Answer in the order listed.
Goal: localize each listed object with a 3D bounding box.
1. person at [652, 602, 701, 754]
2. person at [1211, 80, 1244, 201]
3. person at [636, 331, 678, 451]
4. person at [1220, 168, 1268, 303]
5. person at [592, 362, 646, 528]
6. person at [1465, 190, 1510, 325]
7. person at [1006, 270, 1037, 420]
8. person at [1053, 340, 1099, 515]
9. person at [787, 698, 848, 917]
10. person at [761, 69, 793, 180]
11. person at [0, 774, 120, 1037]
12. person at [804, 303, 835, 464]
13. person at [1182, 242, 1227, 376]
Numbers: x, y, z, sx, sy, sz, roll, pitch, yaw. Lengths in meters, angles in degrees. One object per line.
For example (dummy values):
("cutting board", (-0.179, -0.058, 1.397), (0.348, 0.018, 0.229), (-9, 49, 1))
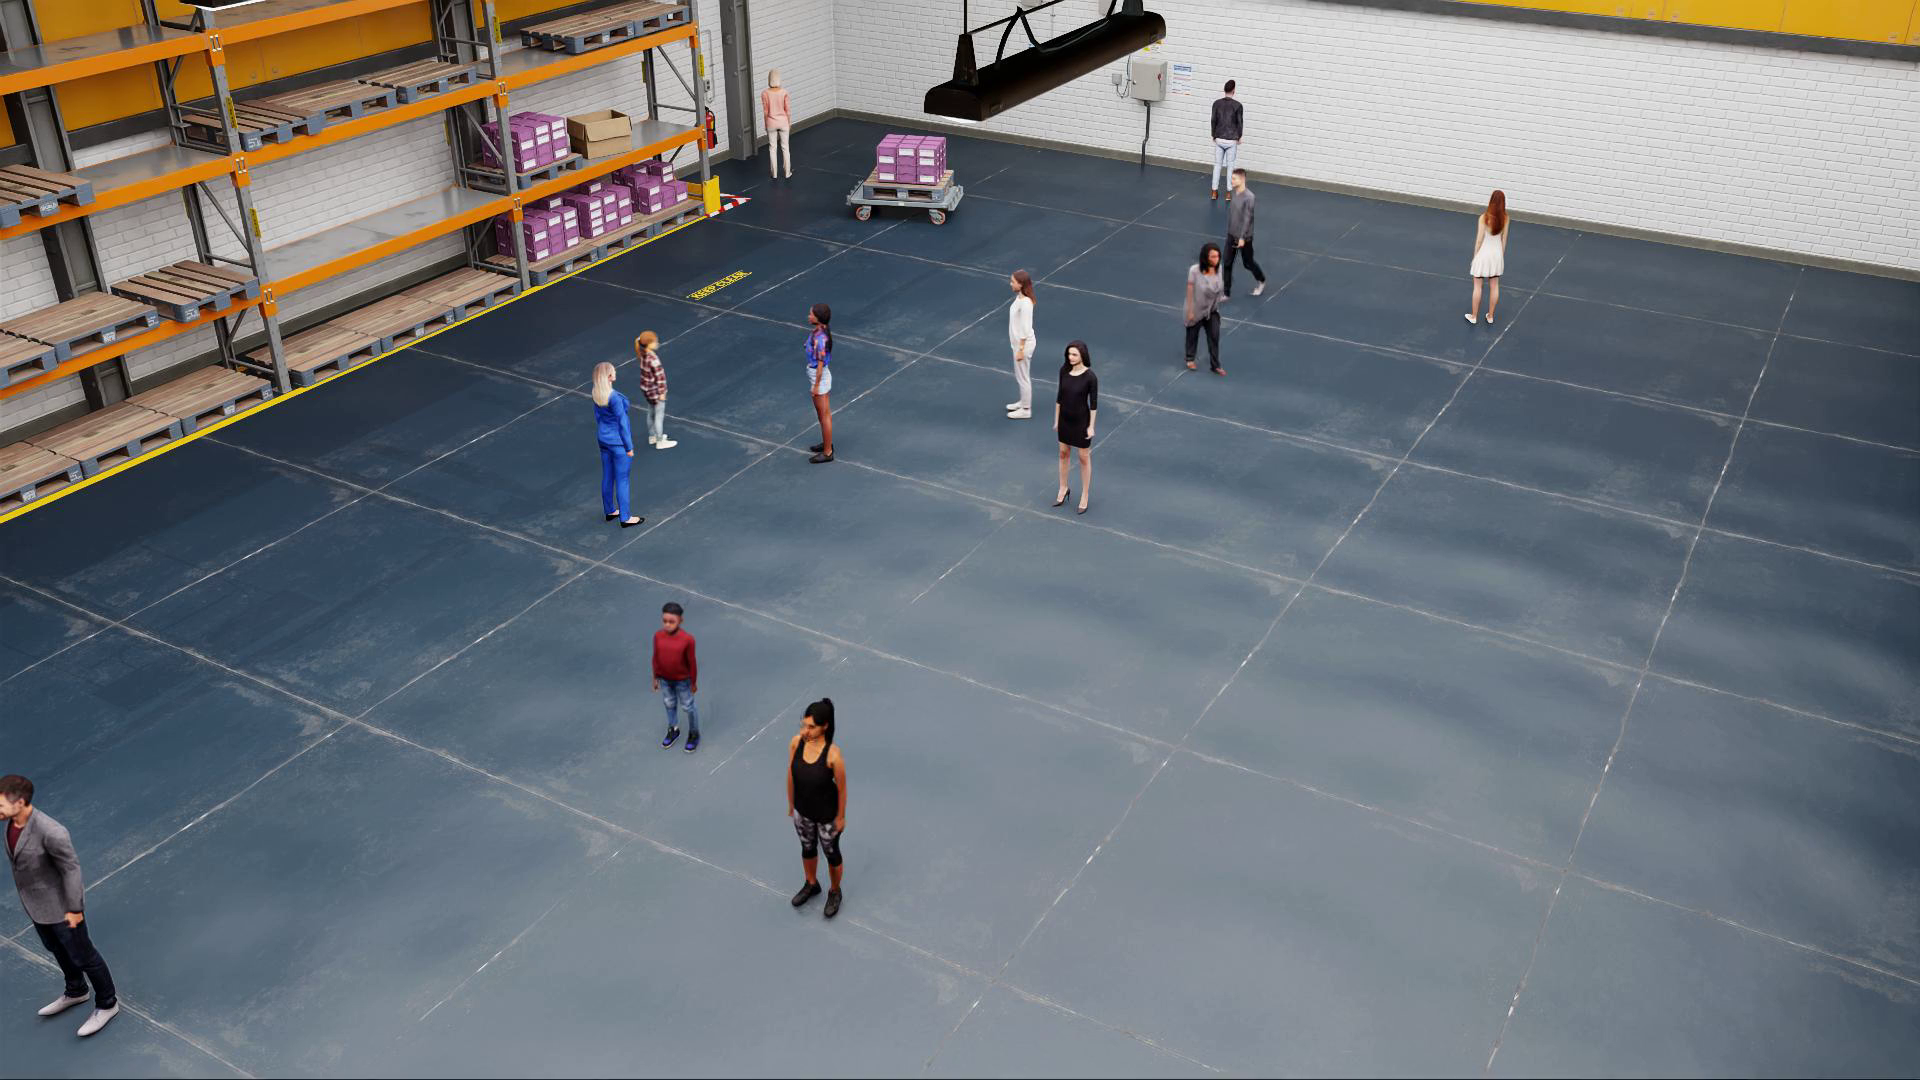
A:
("person", (-2.220, 1.035, 12.980), (0.551, 1.255, 0.562), (8, 30, 15))
("person", (4.089, -6.139, 25.524), (0.674, 1.837, 0.577), (12, 31, 21))
("person", (-3.278, -1.614, 17.783), (0.605, 1.306, 0.594), (-19, 34, -30))
("person", (3.711, -3.958, 21.632), (1.224, 1.734, 0.921), (-20, 35, -32))
("person", (-3.362, -0.935, 16.125), (0.673, 1.701, 0.631), (25, 37, 38))
("person", (6.662, -3.570, 20.946), (0.645, 1.711, 0.673), (0, 29, -1))
("person", (0.701, -2.179, 18.421), (0.755, 1.687, 0.670), (-3, 29, -5))
("person", (1.143, -1.126, 16.365), (0.620, 1.806, 0.537), (21, 35, 33))
("person", (-0.947, 1.783, 11.186), (0.578, 1.659, 0.505), (15, 32, 25))
("person", (-2.924, -6.660, 26.597), (0.683, 1.724, 0.708), (-3, 29, -5))
("person", (-5.569, 2.203, 10.193), (0.678, 1.872, 0.566), (15, 32, 25))
("person", (-1.455, -1.663, 17.416), (0.729, 1.743, 0.629), (-2, 29, -3))
("person", (2.822, -2.761, 19.600), (0.943, 1.578, 0.984), (-9, 30, -16))
